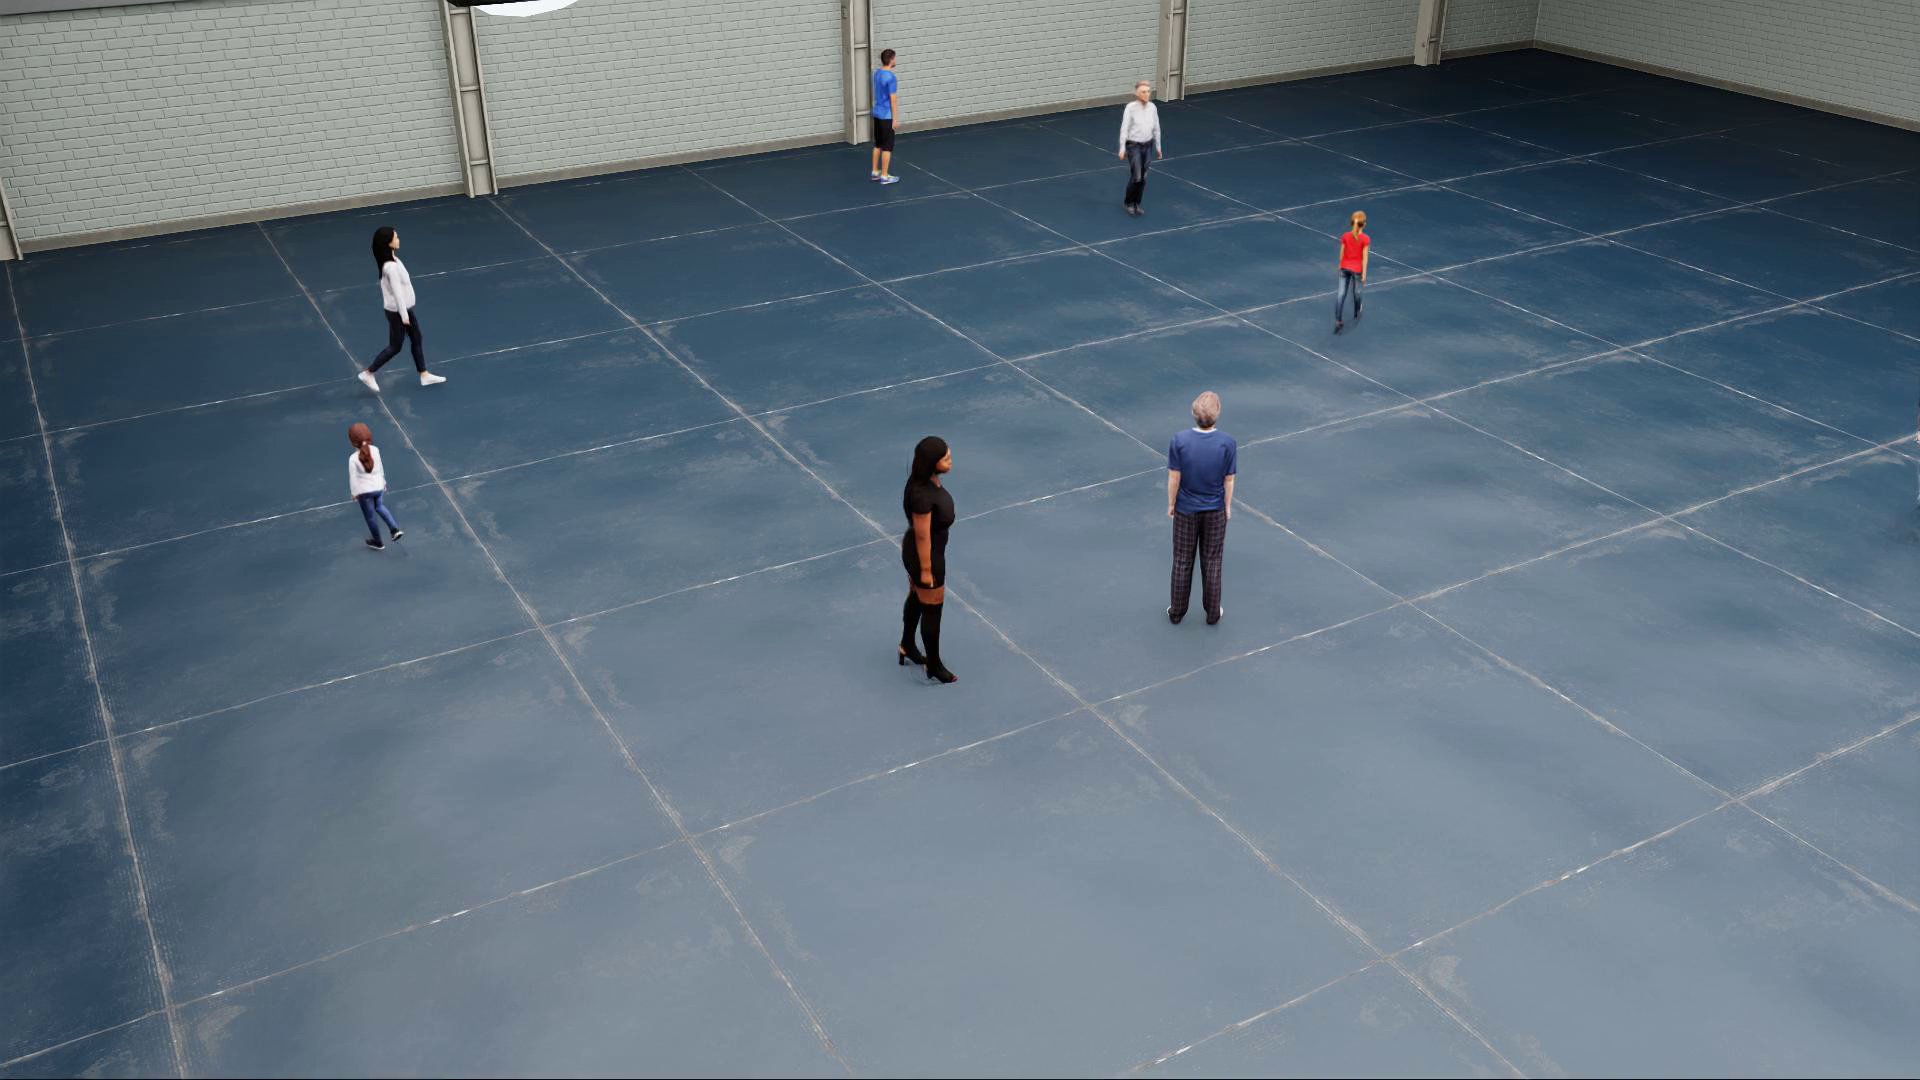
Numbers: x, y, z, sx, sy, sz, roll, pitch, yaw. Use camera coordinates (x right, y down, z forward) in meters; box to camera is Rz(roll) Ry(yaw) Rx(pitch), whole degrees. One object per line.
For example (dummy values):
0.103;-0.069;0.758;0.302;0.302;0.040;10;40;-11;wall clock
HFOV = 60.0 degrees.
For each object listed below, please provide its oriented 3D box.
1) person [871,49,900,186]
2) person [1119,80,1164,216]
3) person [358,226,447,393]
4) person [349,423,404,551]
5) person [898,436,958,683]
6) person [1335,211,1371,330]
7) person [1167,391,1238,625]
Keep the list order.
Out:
-1.093;-5.997;23.576;0.621;1.857;0.636;-19;33;-32;person
2.343;-5.254;22.195;0.563;1.802;0.724;-15;31;-26;person
-5.675;-2.264;16.524;1.084;1.678;0.740;-10;29;-18;person
-4.786;-0.424;13.575;0.624;1.104;0.580;17;32;29;person
-0.254;0.129;11.690;0.830;1.849;0.795;2;27;4;person
4.276;-2.932;18.258;0.806;1.277;0.972;13;30;24;person
1.789;-0.231;12.363;0.700;1.872;0.798;3;27;6;person
